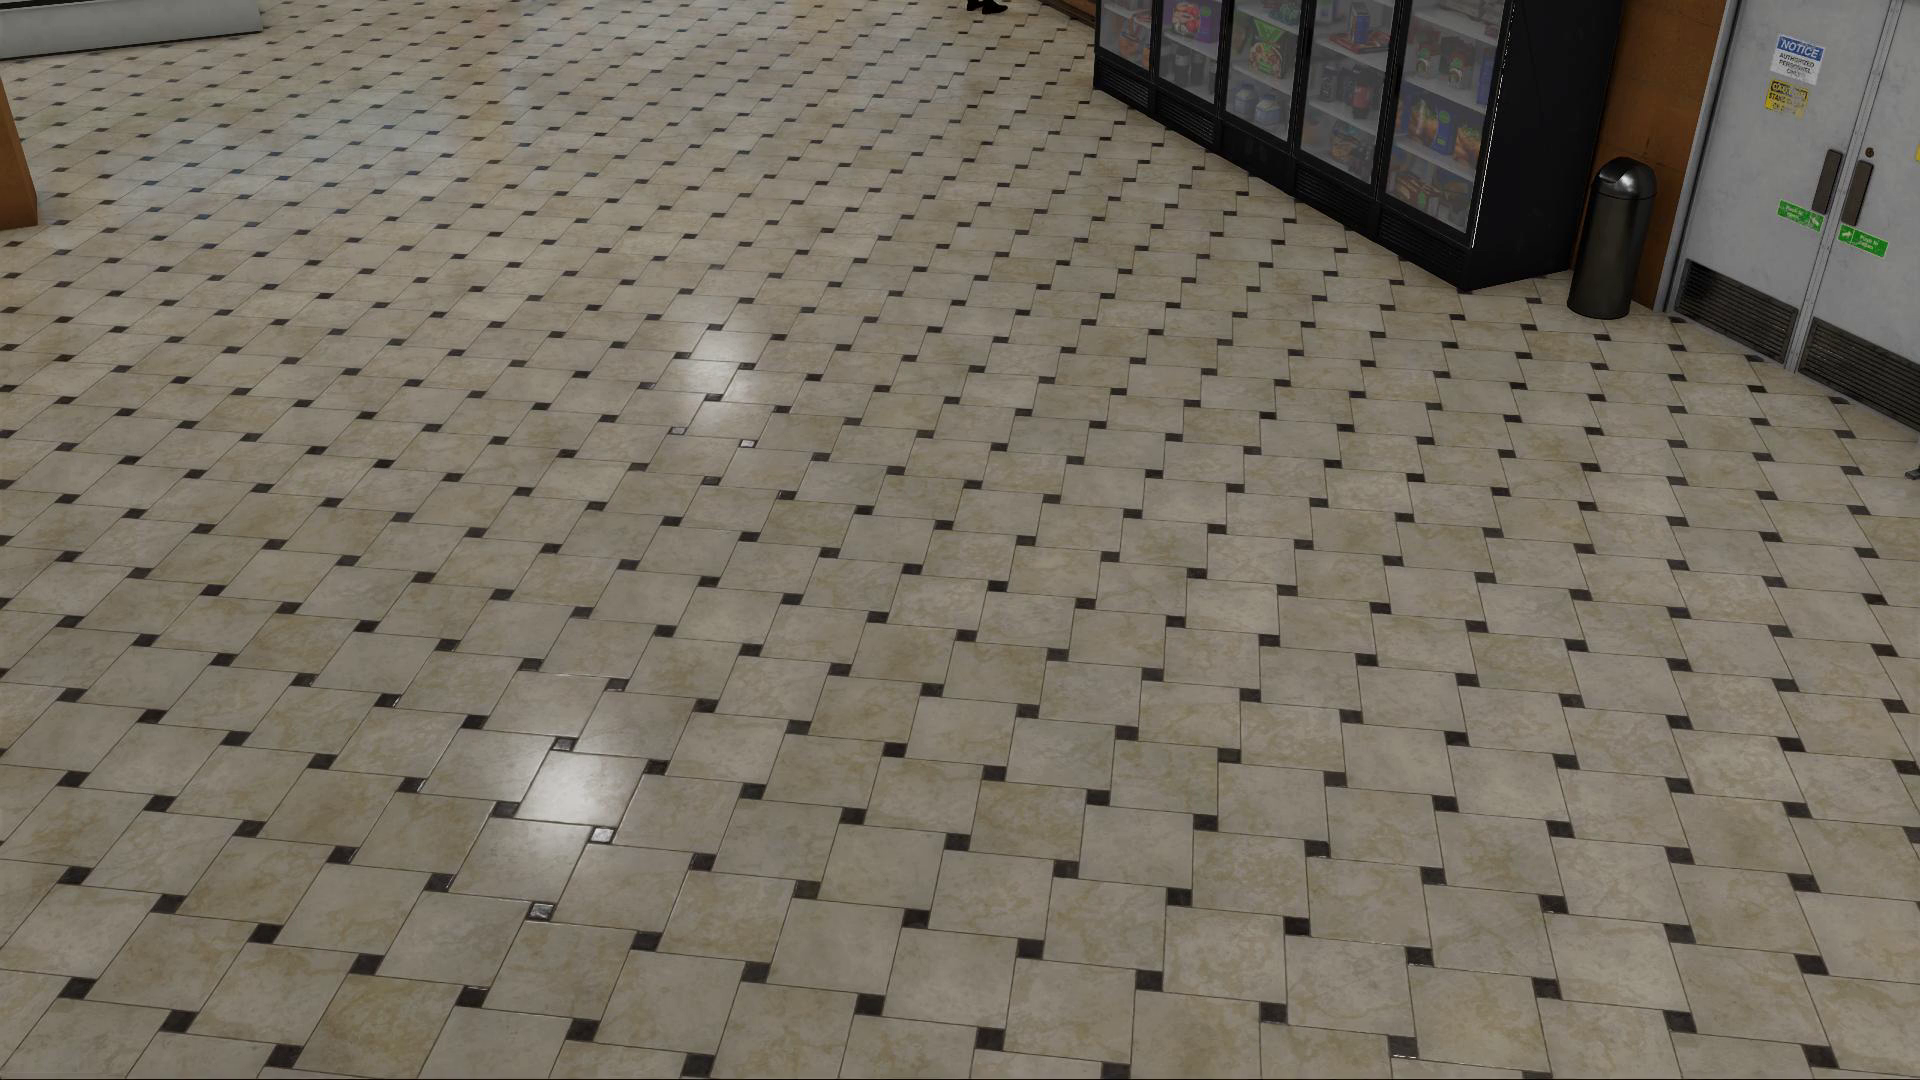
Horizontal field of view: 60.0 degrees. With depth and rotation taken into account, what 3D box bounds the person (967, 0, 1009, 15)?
[{"bbox_3d":[0.219,-6.274,16.685,0.771,1.894,0.744,27,41,36],"label":"person"}]
